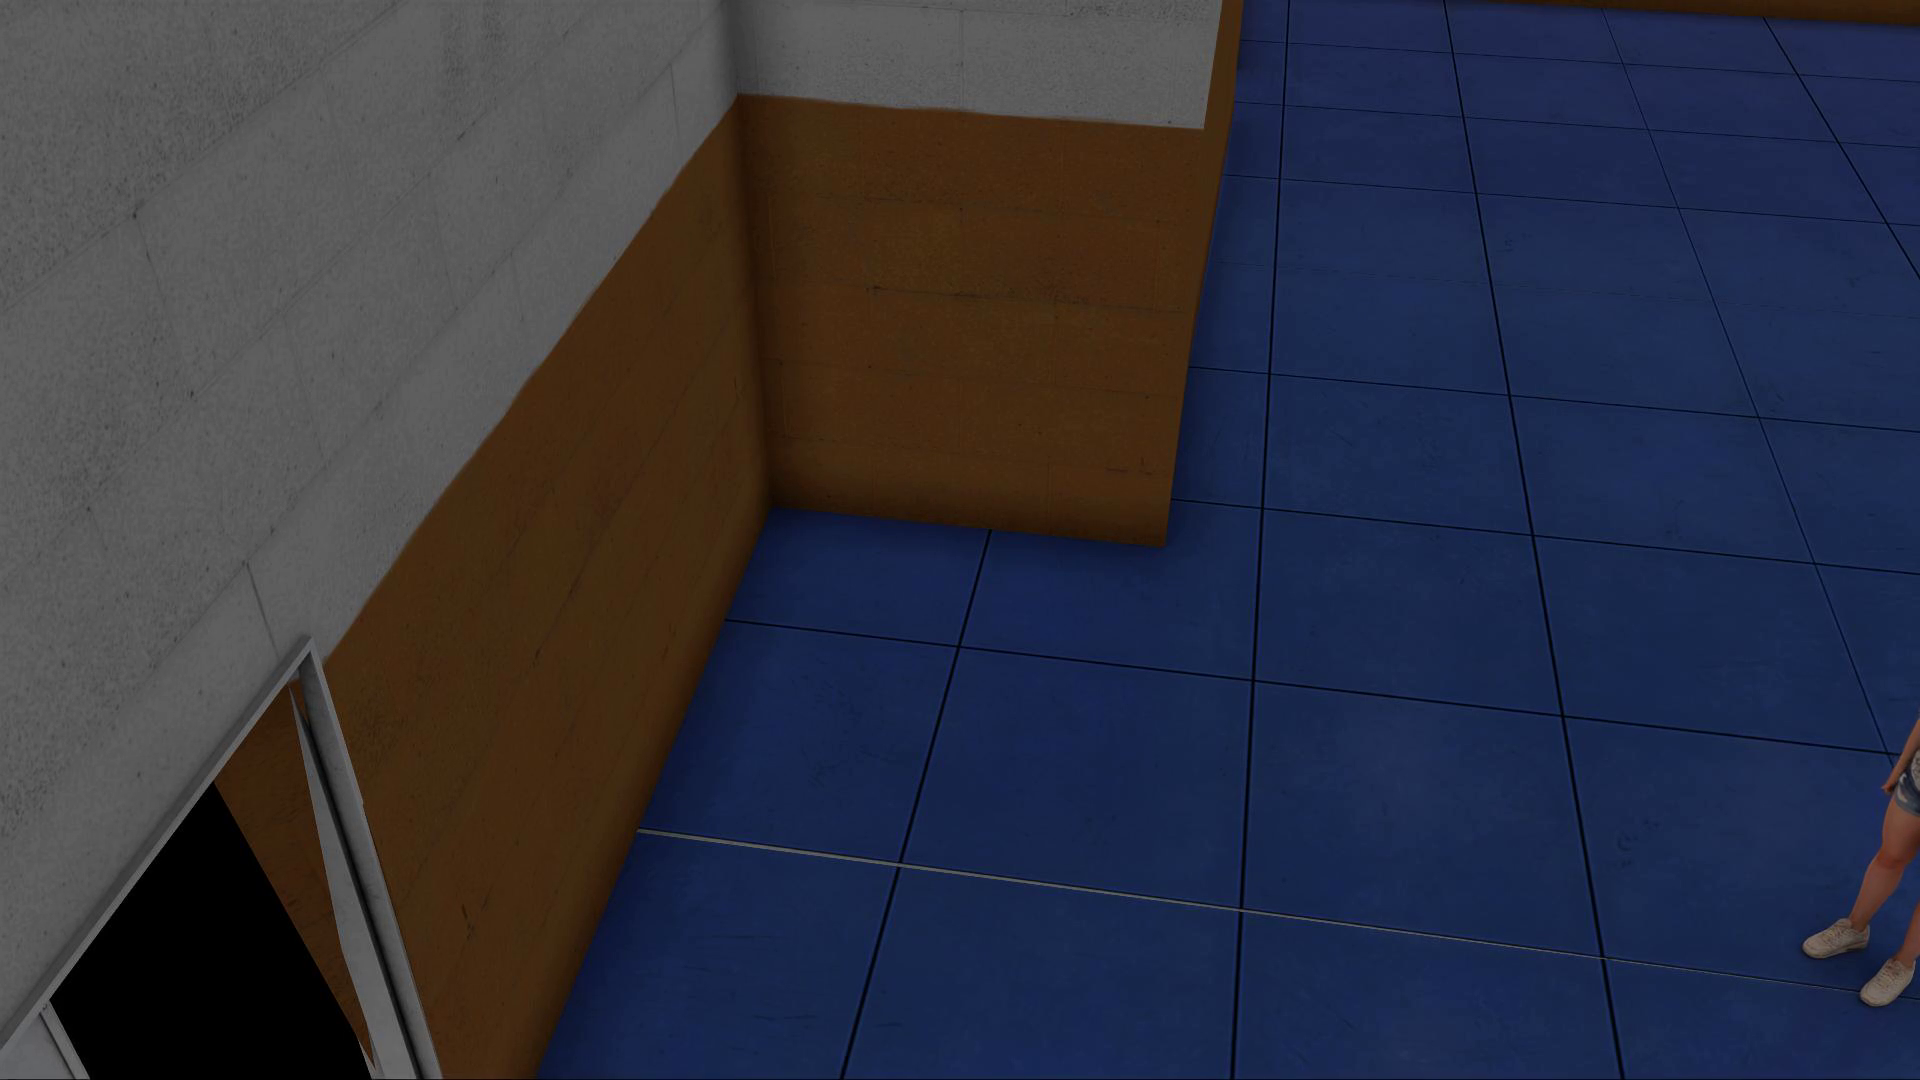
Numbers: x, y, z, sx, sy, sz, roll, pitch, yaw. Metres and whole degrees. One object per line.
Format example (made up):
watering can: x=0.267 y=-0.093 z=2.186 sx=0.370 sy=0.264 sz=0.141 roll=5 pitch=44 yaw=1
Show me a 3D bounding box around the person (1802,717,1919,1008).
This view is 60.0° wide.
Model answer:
person: x=3.358 y=0.881 z=5.612 sx=0.679 sy=1.759 sz=0.654 roll=-15 pitch=39 yaw=-19
